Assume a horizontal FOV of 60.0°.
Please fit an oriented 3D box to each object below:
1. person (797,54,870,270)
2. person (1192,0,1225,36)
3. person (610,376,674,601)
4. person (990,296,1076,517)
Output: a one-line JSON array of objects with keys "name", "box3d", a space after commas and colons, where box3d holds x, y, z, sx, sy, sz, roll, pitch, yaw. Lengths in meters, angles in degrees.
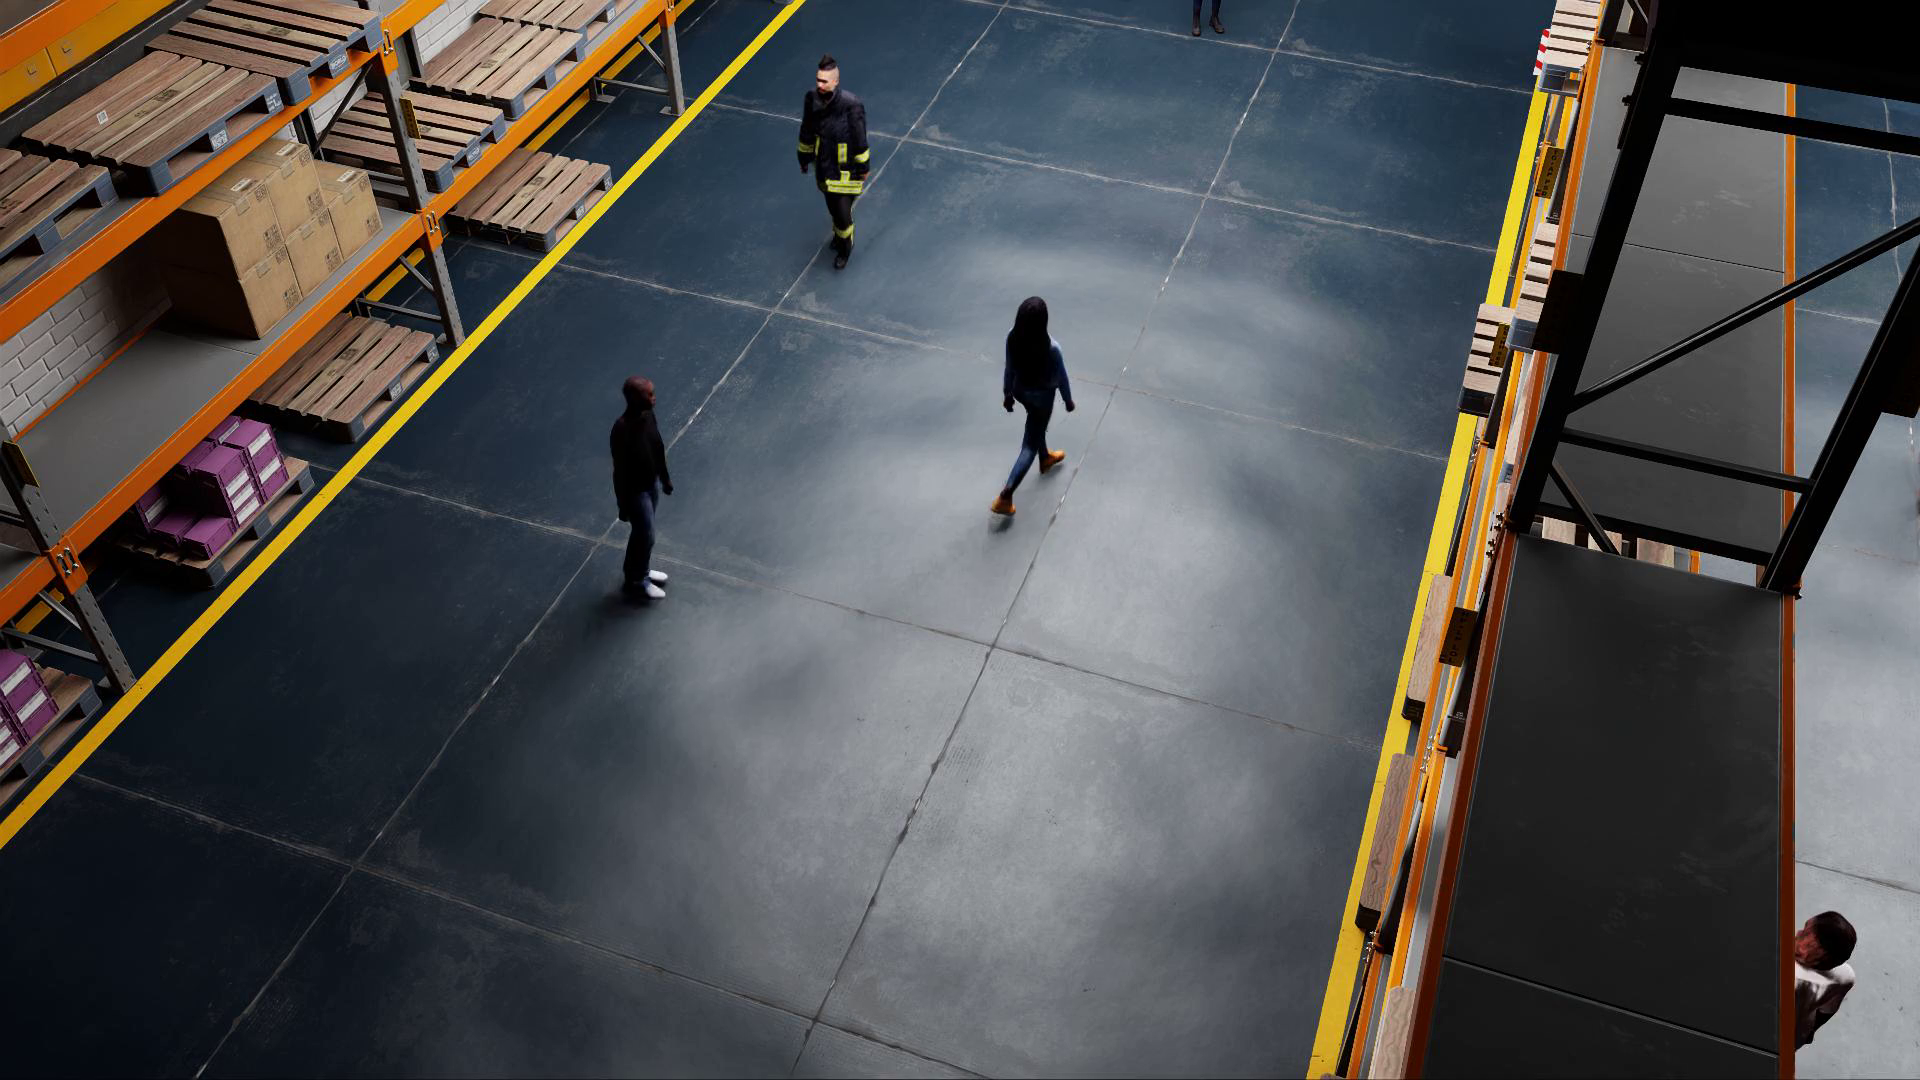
[{"name": "person", "box3d": [-0.992, -3.281, 14.113, 0.828, 1.849, 0.856, 20, 47, 20]}, {"name": "person", "box3d": [2.638, -6.093, 17.147, 0.650, 1.736, 0.677, -8, 44, -8]}, {"name": "person", "box3d": [-2.188, -0.330, 11.112, 0.703, 1.717, 0.546, 22, 48, 21]}, {"name": "person", "box3d": [0.471, -0.921, 11.764, 0.884, 1.672, 1.261, 30, 51, 27]}]
